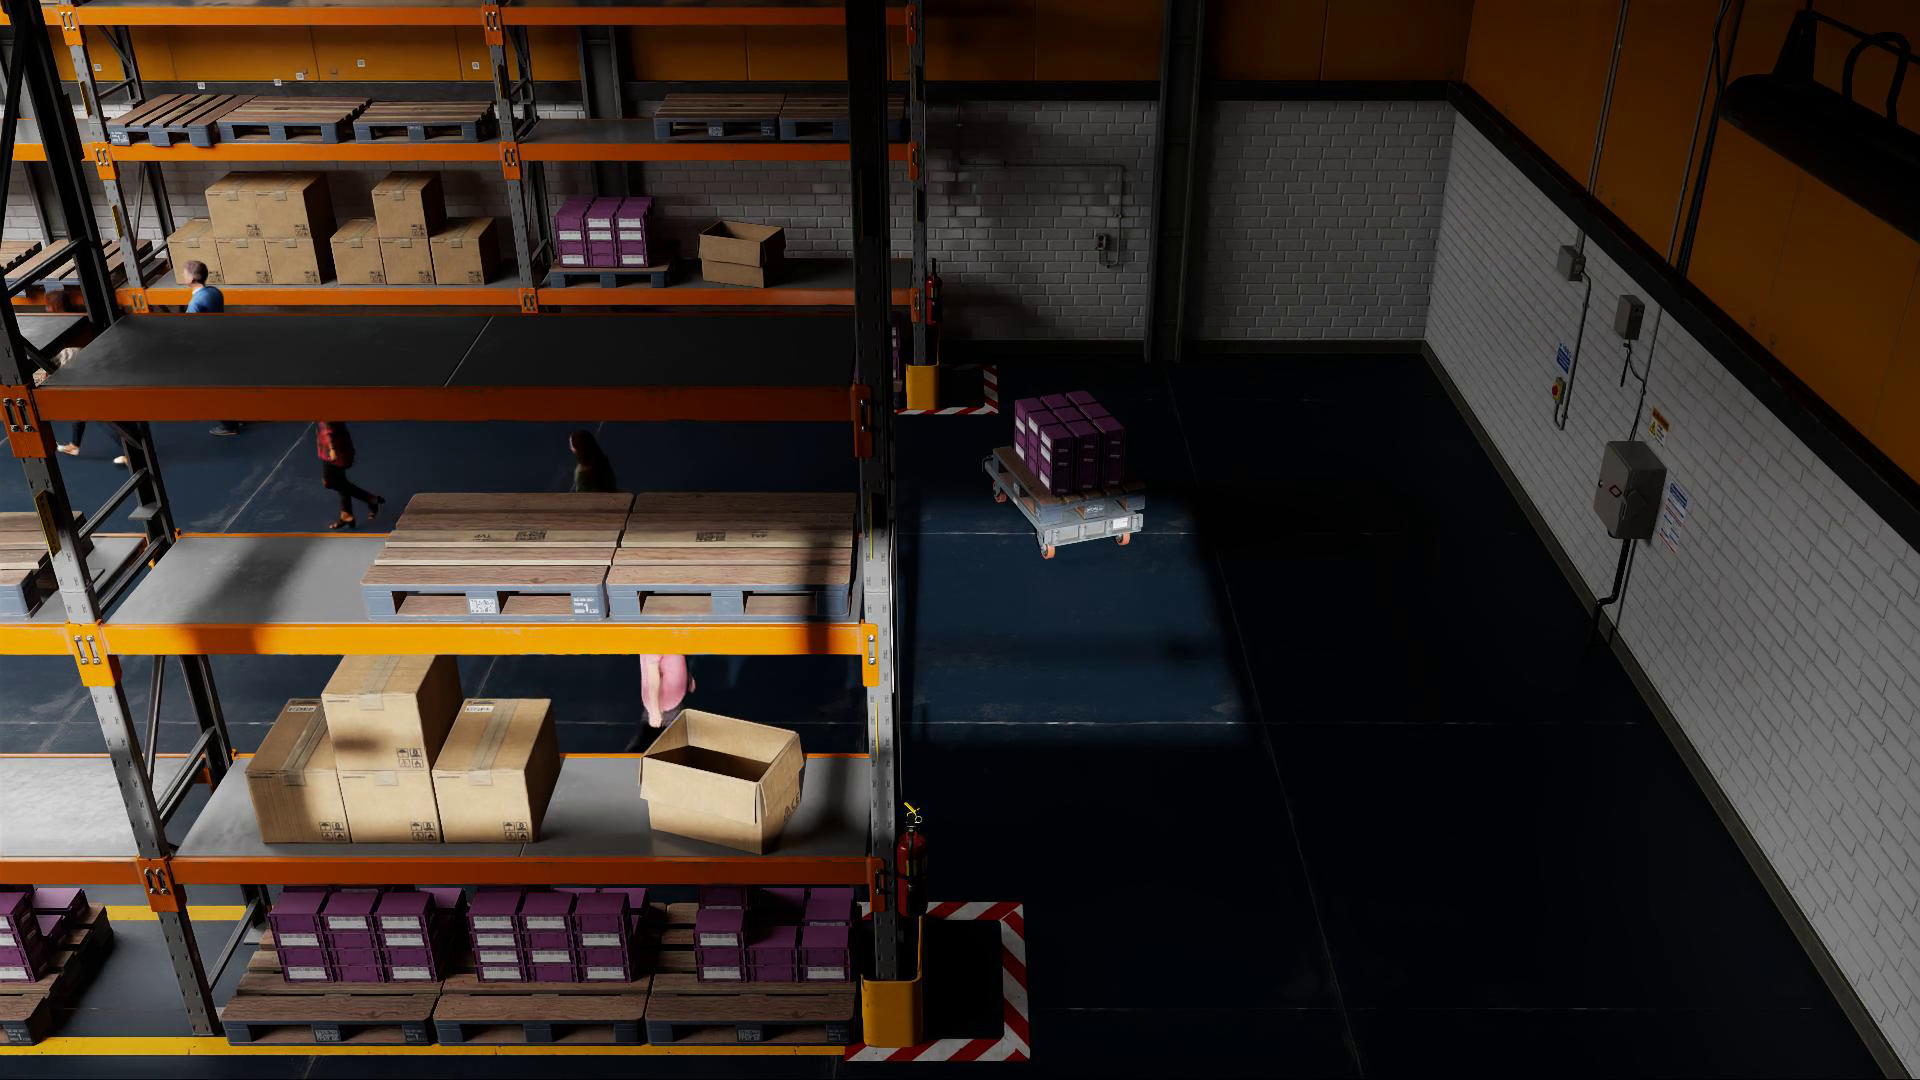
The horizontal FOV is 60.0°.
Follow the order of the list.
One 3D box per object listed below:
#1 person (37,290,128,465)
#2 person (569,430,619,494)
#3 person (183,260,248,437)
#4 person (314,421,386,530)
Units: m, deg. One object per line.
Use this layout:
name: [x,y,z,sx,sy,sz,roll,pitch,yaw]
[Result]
person: [-8.343,-1.496,15.944,1.148,1.732,0.640,2,29,3]
person: [-2.943,-0.224,13.921,1.068,1.437,0.778,10,30,17]
person: [-7.481,-1.943,16.672,0.585,1.820,0.664,2,29,4]
person: [-5.491,-0.857,14.812,0.833,1.695,0.737,-8,30,-15]
